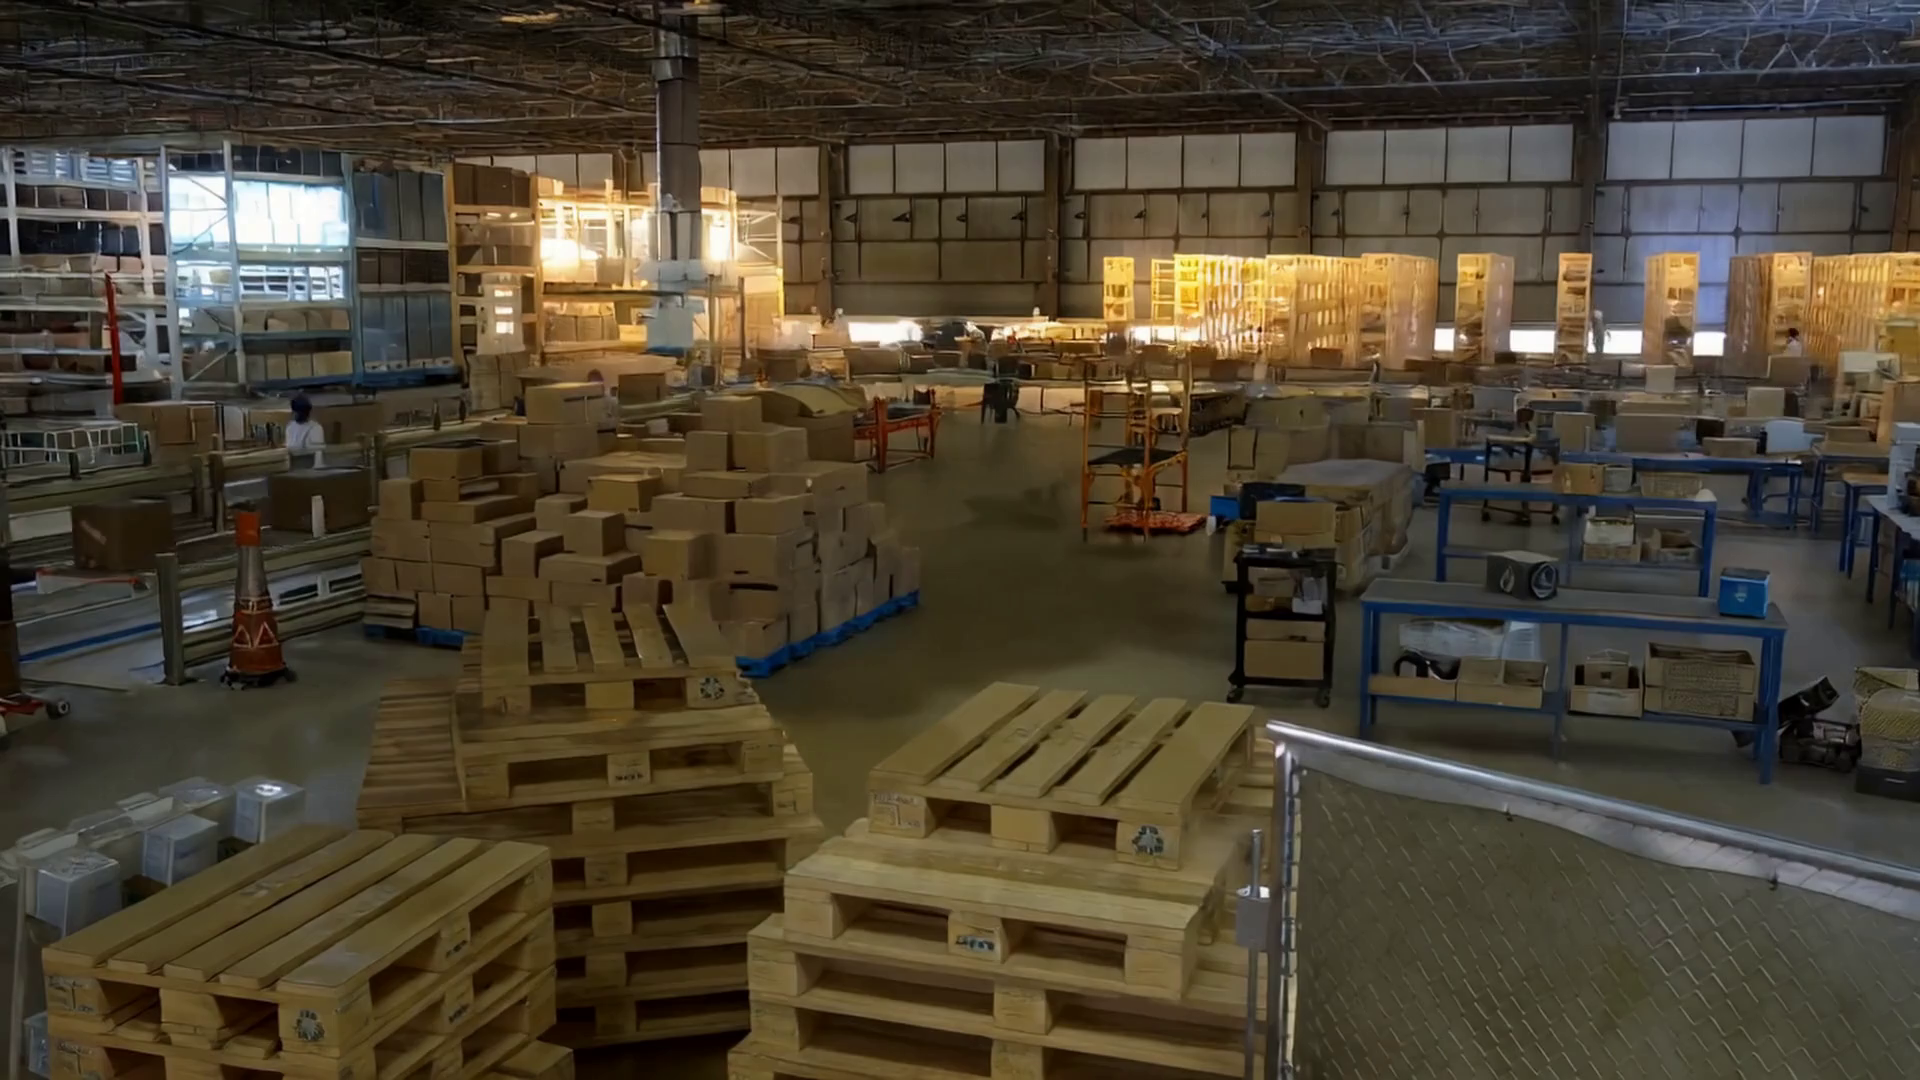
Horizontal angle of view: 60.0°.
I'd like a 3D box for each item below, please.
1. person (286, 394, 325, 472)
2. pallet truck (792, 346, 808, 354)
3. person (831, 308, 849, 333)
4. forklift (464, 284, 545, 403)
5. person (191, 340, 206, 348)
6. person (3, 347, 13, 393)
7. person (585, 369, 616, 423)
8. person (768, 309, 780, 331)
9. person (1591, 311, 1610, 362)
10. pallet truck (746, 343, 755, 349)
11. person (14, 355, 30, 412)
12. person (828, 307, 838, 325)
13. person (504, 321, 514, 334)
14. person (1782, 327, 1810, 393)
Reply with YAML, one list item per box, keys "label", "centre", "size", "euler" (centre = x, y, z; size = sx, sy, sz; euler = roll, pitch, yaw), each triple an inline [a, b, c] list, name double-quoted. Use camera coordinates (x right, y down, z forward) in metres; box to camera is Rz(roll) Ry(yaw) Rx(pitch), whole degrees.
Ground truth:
- label: "person"
  centre: [-7.475, -0.834, 19.092]
  size: [0.534, 1.687, 0.430]
  euler: [5, 10, 27]
- label: "pallet truck"
  centre: [-3.705, -4.298, 42.022]
  size: [0.653, 1.274, 1.630]
  euler: [3, 10, 20]
- label: "person"
  centre: [-4.009, -6.768, 55.495]
  size: [0.621, 1.943, 1.017]
  euler: [-2, 9, -10]
- label: "forklift"
  centre: [-10.832, -4.702, 39.610]
  size: [1.129, 2.768, 1.873]
  euler: [3, 10, 20]
- label: "person"
  centre: [-23.966, -6.207, 52.382]
  size: [0.610, 1.818, 0.555]
  euler: [4, 10, 25]
- label: "person"
  centre: [-20.920, -3.637, 36.075]
  size: [0.863, 1.868, 0.650]
  euler: [5, 10, 28]
- label: "person"
  centre: [-5.013, -1.477, 22.900]
  size: [0.530, 1.749, 0.459]
  euler: [5, 10, 26]
- label: "person"
  centre: [-6.984, -7.777, 62.410]
  size: [0.523, 1.769, 0.310]
  euler: [6, 11, 32]
- label: "person"
  centre: [22.364, -7.118, 58.165]
  size: [0.652, 1.803, 0.633]
  euler: [-3, 9, -18]
- label: "pallet truck"
  centre: [-6.183, -4.618, 44.264]
  size: [1.601, 1.201, 0.680]
  euler: [-9, 12, -43]
- label: "person"
  centre: [-19.645, -3.337, 35.041]
  size: [0.724, 1.607, 0.503]
  euler: [3, 10, 20]
- label: "person"
  centre: [-4.449, -7.421, 59.808]
  size: [0.621, 1.892, 1.040]
  euler: [-7, 11, -37]
- label: "person"
  centre: [-11.164, -4.517, 41.530]
  size: [0.642, 1.909, 0.955]
  euler: [6, 11, 32]
- label: "person"
  centre: [19.773, -4.141, 39.439]
  size: [0.728, 1.807, 0.600]
  euler: [4, 10, 26]
